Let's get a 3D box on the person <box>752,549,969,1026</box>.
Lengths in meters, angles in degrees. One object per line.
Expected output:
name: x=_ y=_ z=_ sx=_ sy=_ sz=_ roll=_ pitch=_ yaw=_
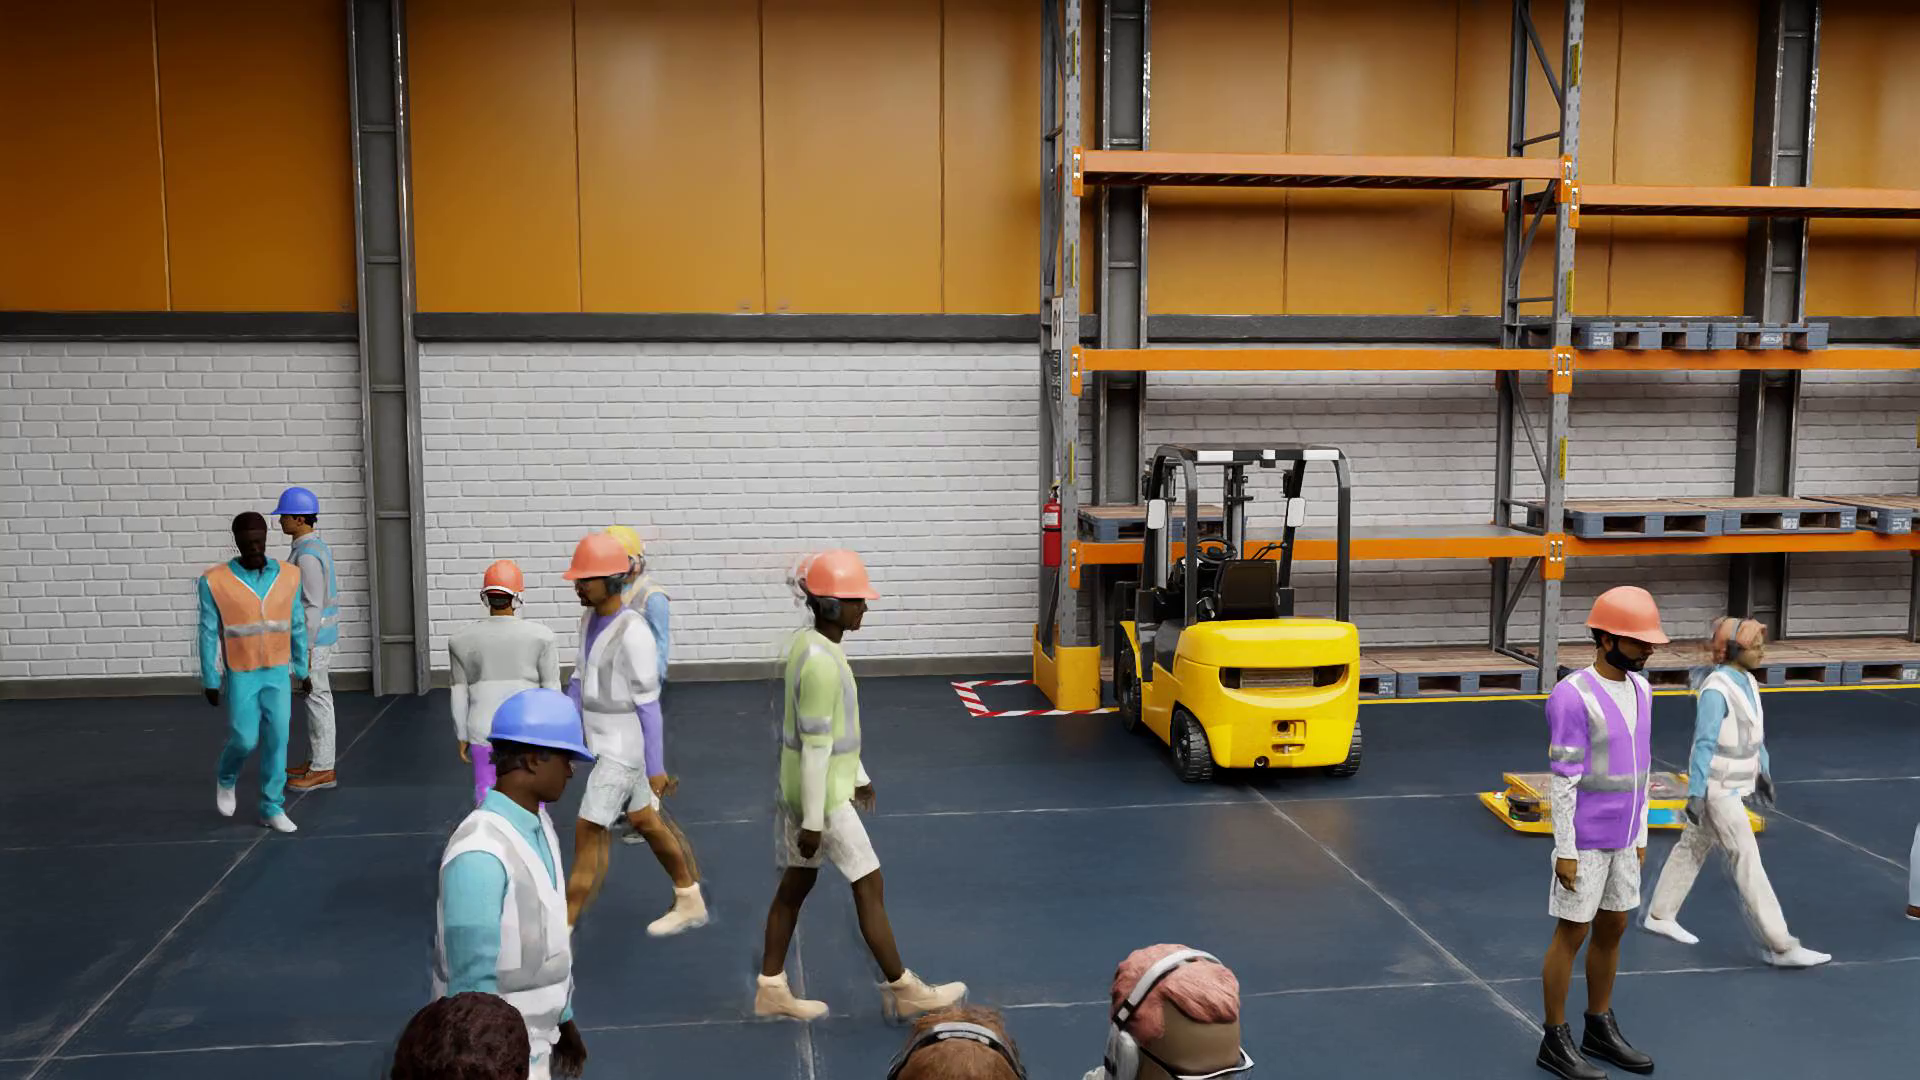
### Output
person: x=-0.427 y=1.038 z=6.921 sx=0.976 sy=2.004 sz=0.613 roll=-1 pitch=7 yaw=-12

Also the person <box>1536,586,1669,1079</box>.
person: x=2.498 y=1.131 z=6.418 sx=0.545 sy=1.929 sz=0.389 roll=-4 pitch=8 yaw=-33

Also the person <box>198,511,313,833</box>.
person: x=-4.150 y=0.763 z=9.764 sx=0.539 sy=1.899 sz=0.595 roll=6 pitch=9 yaw=42

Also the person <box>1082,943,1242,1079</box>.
person: x=0.318 y=1.573 z=2.664 sx=0.638 sy=1.902 sz=0.406 roll=-6 pitch=9 yaw=-44

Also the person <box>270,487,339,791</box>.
person: x=-4.201 y=0.629 z=10.714 sx=0.387 sy=1.949 sz=0.602 roll=-3 pitch=7 yaw=-21

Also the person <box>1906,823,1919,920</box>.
person: x=4.799 y=1.091 z=8.029 sx=0.266 sy=1.631 sz=0.507 roll=1 pitch=7 yaw=12

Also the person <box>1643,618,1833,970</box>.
person: x=3.588 y=1.148 z=7.680 sx=0.851 sy=1.585 sz=0.538 roll=5 pitch=8 yaw=40

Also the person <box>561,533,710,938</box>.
person: x=-1.629 y=0.954 z=7.749 sx=1.066 sy=1.990 sz=0.614 roll=-4 pitch=7 yaw=-28

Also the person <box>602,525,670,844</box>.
person: x=-1.935 y=0.820 z=9.577 sx=0.586 sy=1.826 sz=0.403 roll=5 pitch=8 yaw=37

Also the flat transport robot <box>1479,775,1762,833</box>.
flat transport robot: x=3.905 y=1.554 z=9.892 sx=1.431 sy=0.197 sz=0.652 roll=0 pitch=7 yaw=0

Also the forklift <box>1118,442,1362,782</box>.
forklift: x=1.912 y=0.418 z=11.496 sx=1.214 sy=2.155 sz=2.313 roll=-1 pitch=7 yaw=-8

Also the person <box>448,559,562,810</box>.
person: x=-2.324 y=0.971 z=8.558 sx=0.561 sy=1.752 sz=0.324 roll=-1 pitch=7 yaw=-7

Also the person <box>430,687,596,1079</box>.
person: x=-1.236 y=1.357 z=4.513 sx=0.498 sy=1.906 sz=0.635 roll=0 pitch=7 yaw=-2

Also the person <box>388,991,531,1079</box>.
person: x=-0.728 y=1.602 z=2.419 sx=0.589 sy=1.902 sz=0.444 roll=0 pitch=7 yaw=3

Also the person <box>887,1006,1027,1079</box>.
person: x=0.000 y=1.616 z=2.643 sx=0.640 sy=1.817 sz=0.466 roll=1 pitch=7 yaw=9
